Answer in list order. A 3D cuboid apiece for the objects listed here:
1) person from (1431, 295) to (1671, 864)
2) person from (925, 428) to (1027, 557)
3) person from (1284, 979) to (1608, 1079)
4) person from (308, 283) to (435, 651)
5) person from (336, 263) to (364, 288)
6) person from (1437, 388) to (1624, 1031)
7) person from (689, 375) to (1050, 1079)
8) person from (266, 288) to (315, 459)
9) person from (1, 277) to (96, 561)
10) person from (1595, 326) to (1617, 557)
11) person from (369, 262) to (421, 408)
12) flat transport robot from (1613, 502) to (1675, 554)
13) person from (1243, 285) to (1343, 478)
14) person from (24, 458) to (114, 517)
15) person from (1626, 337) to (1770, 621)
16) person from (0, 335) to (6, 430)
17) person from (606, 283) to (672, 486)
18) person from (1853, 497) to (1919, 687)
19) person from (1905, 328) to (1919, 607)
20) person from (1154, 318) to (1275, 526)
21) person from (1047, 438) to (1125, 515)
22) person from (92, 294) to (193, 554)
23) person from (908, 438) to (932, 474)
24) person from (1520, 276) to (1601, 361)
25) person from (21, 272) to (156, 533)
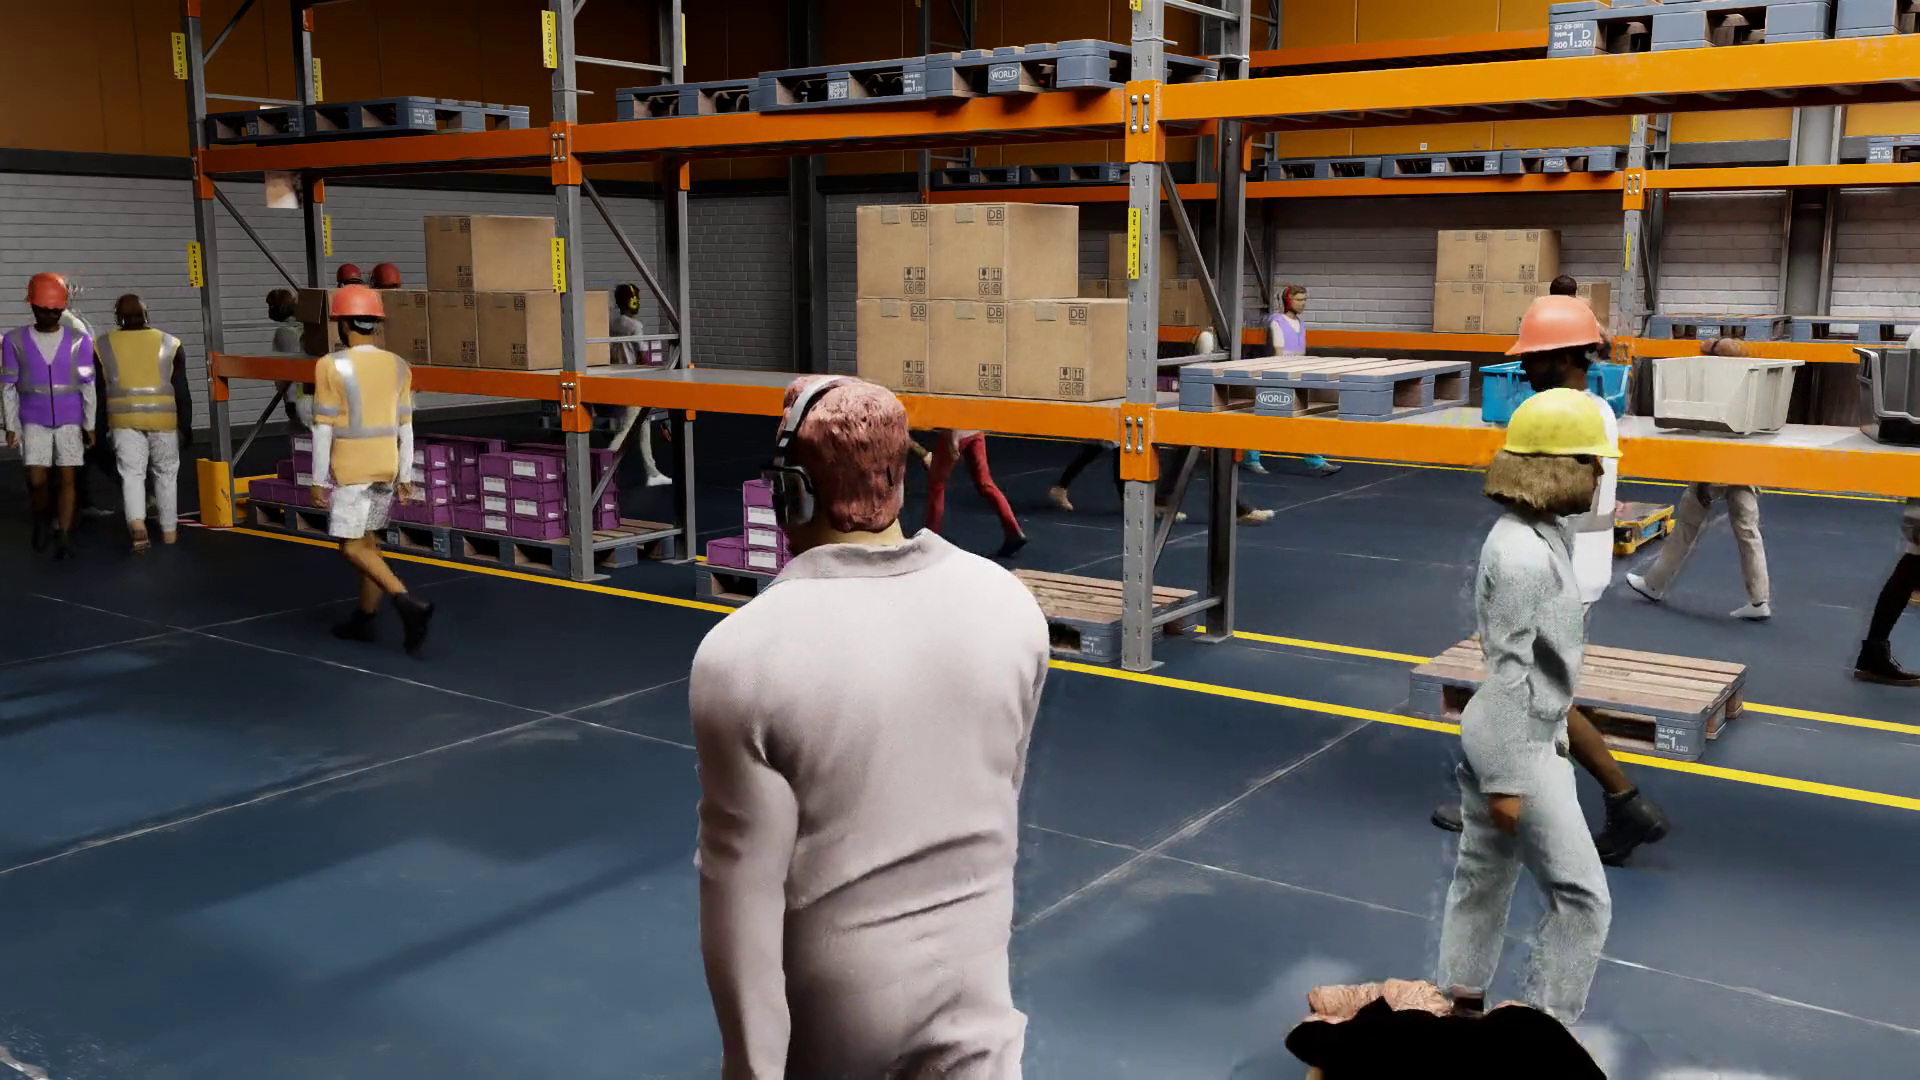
[{"bbox_3d":[2.040,0.140,5.594,0.771,1.913,0.560,5,11,29],"label":"person"},{"bbox_3d":[0.048,-0.737,11.363,0.897,1.731,0.530,6,11,30],"label":"person"},{"bbox_3d":[0.369,1.058,1.072,0.886,1.593,0.506,2,10,11],"label":"person"},{"bbox_3d":[-3.045,-0.365,8.610,0.791,1.912,0.552,5,11,28],"label":"person"},{"bbox_3d":[-5.910,-1.693,16.256,0.393,1.995,0.612,8,13,41],"label":"person"},{"bbox_3d":[1.413,0.509,3.911,0.592,1.723,0.506,3,10,18],"label":"person"},{"bbox_3d":[-0.160,0.665,2.654,0.654,1.847,1.020,-6,11,-33],"label":"person"},{"bbox_3d":[-5.506,-1.242,14.212,0.836,1.807,0.656,0,10,-3],"label":"person"},{"bbox_3d":[-6.137,-0.810,11.244,0.562,1.911,0.543,-6,11,-31],"label":"person"},{"bbox_3d":[3.930,-0.538,10.510,0.548,1.615,0.508,-2,10,-14],"label":"person"},{"bbox_3d":[-5.300,-1.546,15.324,0.758,2.017,0.629,6,11,33],"label":"person"},{"bbox_3d":[4.663,-0.116,11.991,0.652,0.197,1.431,7,12,35],"label":"flat transport robot"},{"bbox_3d":[3.084,-1.472,15.550,0.984,1.793,0.574,9,13,43],"label":"person"},{"bbox_3d":[-7.017,-0.954,13.001,0.535,1.601,0.533,-5,11,-27],"label":"person"},{"bbox_3d":[4.317,-0.359,9.526,0.516,1.582,0.920,-4,10,-24],"label":"person"},{"bbox_3d":[-7.793,-1.064,13.091,0.611,1.805,0.710,-6,11,-30],"label":"person"},{"bbox_3d":[-2.927,-1.347,14.690,0.913,1.835,0.530,-7,12,-35],"label":"person"},{"bbox_3d":[4.670,-0.210,7.643,0.969,1.914,0.630,8,13,41],"label":"person"},{"bbox_3d":[5.836,-0.612,9.686,0.676,2.000,0.536,5,11,26],"label":"person"},{"bbox_3d":[1.919,-1.000,12.761,0.987,1.786,0.518,3,10,19],"label":"person"},{"bbox_3d":[1.098,-1.025,13.265,0.828,1.664,0.537,1,10,8],"label":"person"},{"bbox_3d":[-5.703,-0.814,11.611,0.635,1.802,0.865,-5,11,-25],"label":"person"},{"bbox_3d":[-0.547,-1.350,14.153,0.832,2.019,0.618,1,10,4],"label":"person"},{"bbox_3d":[4.407,-0.980,12.257,0.587,1.914,0.392,3,10,16],"label":"person"},{"bbox_3d":[-6.668,-1.050,12.647,0.962,1.958,0.650,-8,13,-40],"label":"person"}]
